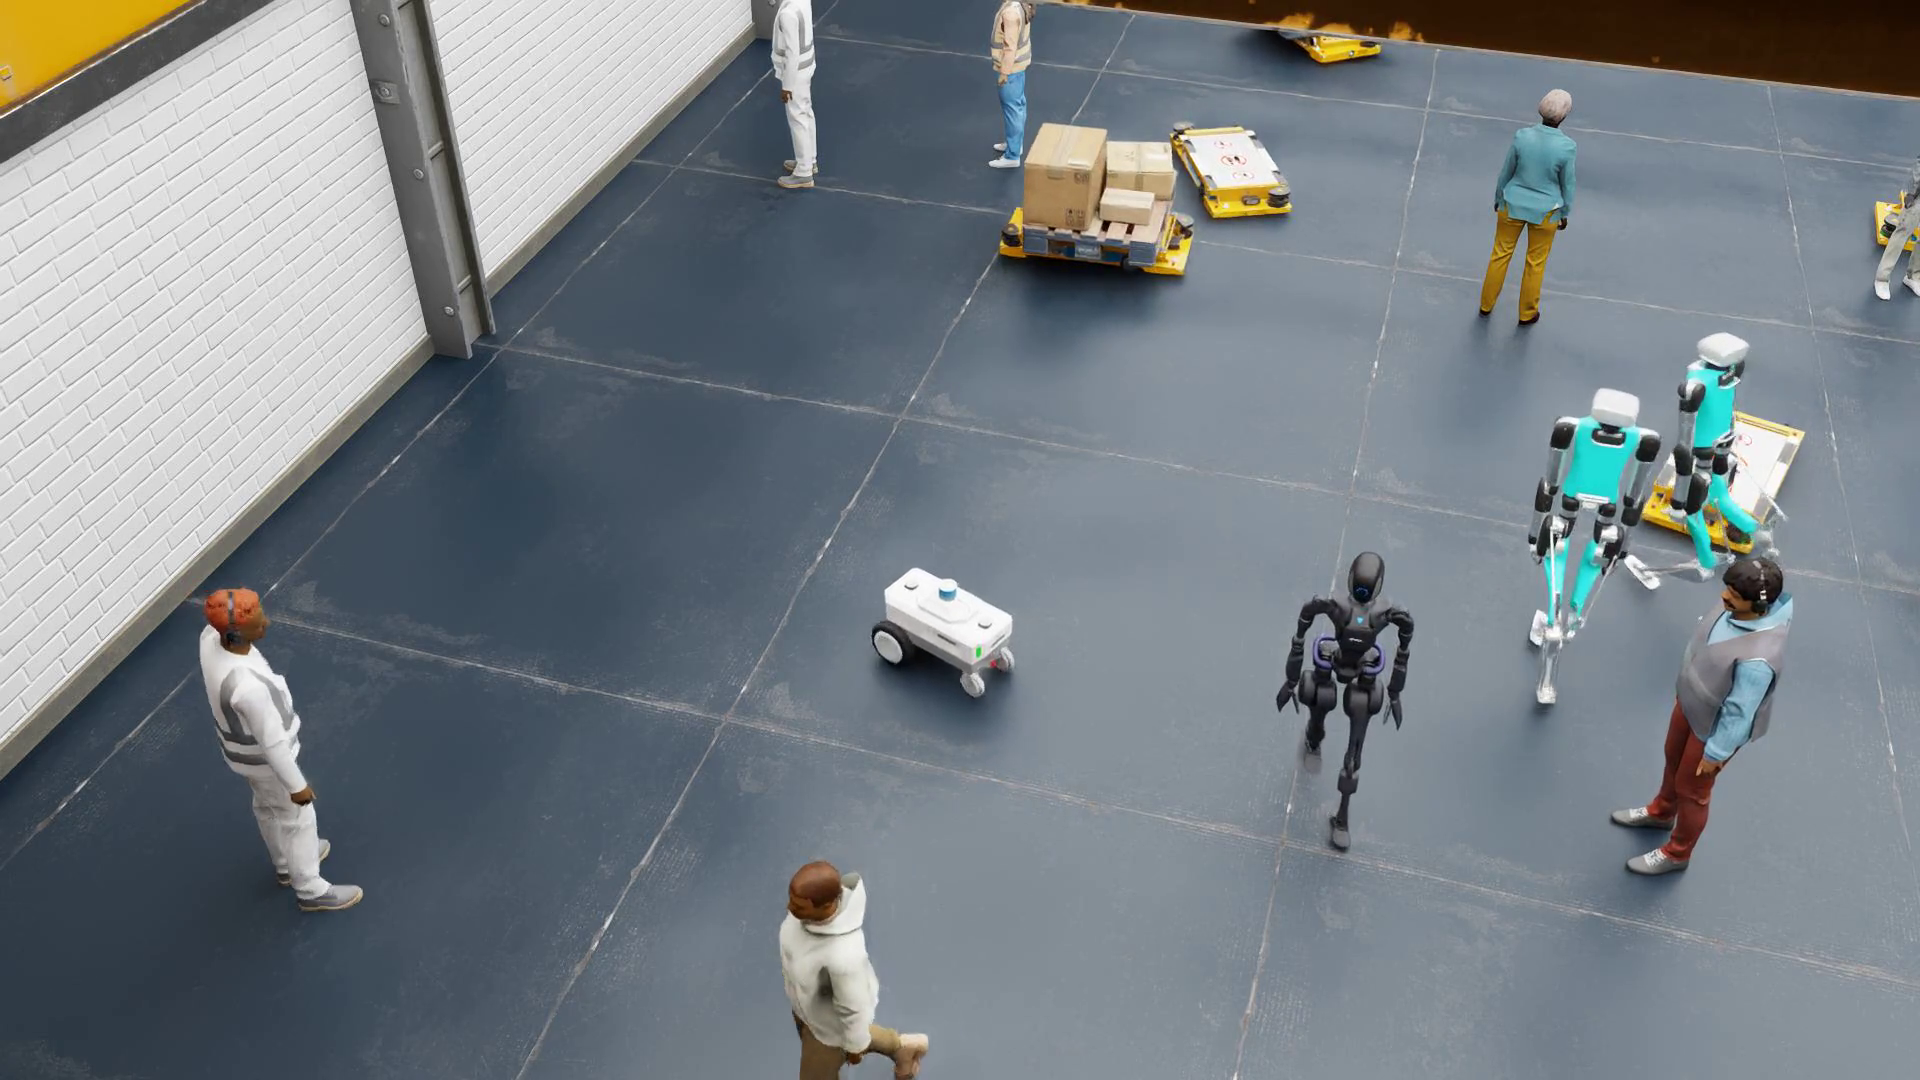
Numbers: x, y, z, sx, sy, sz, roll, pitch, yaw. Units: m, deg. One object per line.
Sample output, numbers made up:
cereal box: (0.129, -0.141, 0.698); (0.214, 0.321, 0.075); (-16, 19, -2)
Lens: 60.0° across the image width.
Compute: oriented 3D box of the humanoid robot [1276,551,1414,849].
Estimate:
humanoid robot: (1.860, 0.692, 8.055); (0.613, 1.623, 0.773); (7, 39, 8)

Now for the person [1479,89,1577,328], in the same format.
person: (4.027, -2.331, 11.718); (0.537, 1.753, 0.338); (21, 43, 24)

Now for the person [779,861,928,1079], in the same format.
person: (-0.456, 1.818, 6.555); (0.677, 1.742, 0.524); (-15, 41, -18)

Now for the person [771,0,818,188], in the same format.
person: (-1.341, -3.767, 13.402); (0.346, 1.882, 0.582); (4, 39, 5)

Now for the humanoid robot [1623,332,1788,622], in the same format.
humanoid robot: (4.263, -0.222, 9.123); (0.545, 1.727, 0.933); (-29, 47, -31)

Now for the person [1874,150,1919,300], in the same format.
person: (7.071, -2.513, 12.034); (0.513, 1.640, 0.306); (-3, 39, -4)

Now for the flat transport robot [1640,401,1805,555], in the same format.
flat transport robot: (4.868, -0.447, 10.560); (0.659, 0.231, 1.431); (23, 44, 25)

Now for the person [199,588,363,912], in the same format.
person: (-3.137, 0.956, 7.535); (0.350, 1.880, 0.605); (-26, 45, -28)

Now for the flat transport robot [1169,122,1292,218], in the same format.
flat transport robot: (2.242, -3.102, 13.863); (0.659, 0.231, 1.431); (-5, 39, -7)

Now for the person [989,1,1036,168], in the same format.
person: (0.440, -3.930, 13.725); (0.361, 1.732, 0.488); (6, 39, 8)

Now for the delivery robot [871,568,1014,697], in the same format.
delivery robot: (-0.086, 0.470, 9.201); (0.796, 0.606, 0.499); (26, 46, 29)

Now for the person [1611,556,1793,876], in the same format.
person: (3.490, 0.823, 7.705); (0.422, 1.869, 0.546); (3, 39, 4)

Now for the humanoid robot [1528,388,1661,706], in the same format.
humanoid robot: (3.234, 0.125, 8.694); (0.530, 1.745, 0.976); (10, 40, 12)

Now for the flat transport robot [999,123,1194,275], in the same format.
flat transport robot: (1.074, -2.369, 12.951); (1.431, 0.231, 0.659); (9, 40, 11)

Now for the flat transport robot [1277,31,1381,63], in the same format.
flat transport robot: (3.461, -5.060, 16.298); (0.659, 0.231, 1.431); (-14, 41, -16)

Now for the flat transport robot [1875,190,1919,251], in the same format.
flat transport robot: (7.957, -2.400, 12.990); (1.431, 0.231, 0.659); (14, 41, 16)
